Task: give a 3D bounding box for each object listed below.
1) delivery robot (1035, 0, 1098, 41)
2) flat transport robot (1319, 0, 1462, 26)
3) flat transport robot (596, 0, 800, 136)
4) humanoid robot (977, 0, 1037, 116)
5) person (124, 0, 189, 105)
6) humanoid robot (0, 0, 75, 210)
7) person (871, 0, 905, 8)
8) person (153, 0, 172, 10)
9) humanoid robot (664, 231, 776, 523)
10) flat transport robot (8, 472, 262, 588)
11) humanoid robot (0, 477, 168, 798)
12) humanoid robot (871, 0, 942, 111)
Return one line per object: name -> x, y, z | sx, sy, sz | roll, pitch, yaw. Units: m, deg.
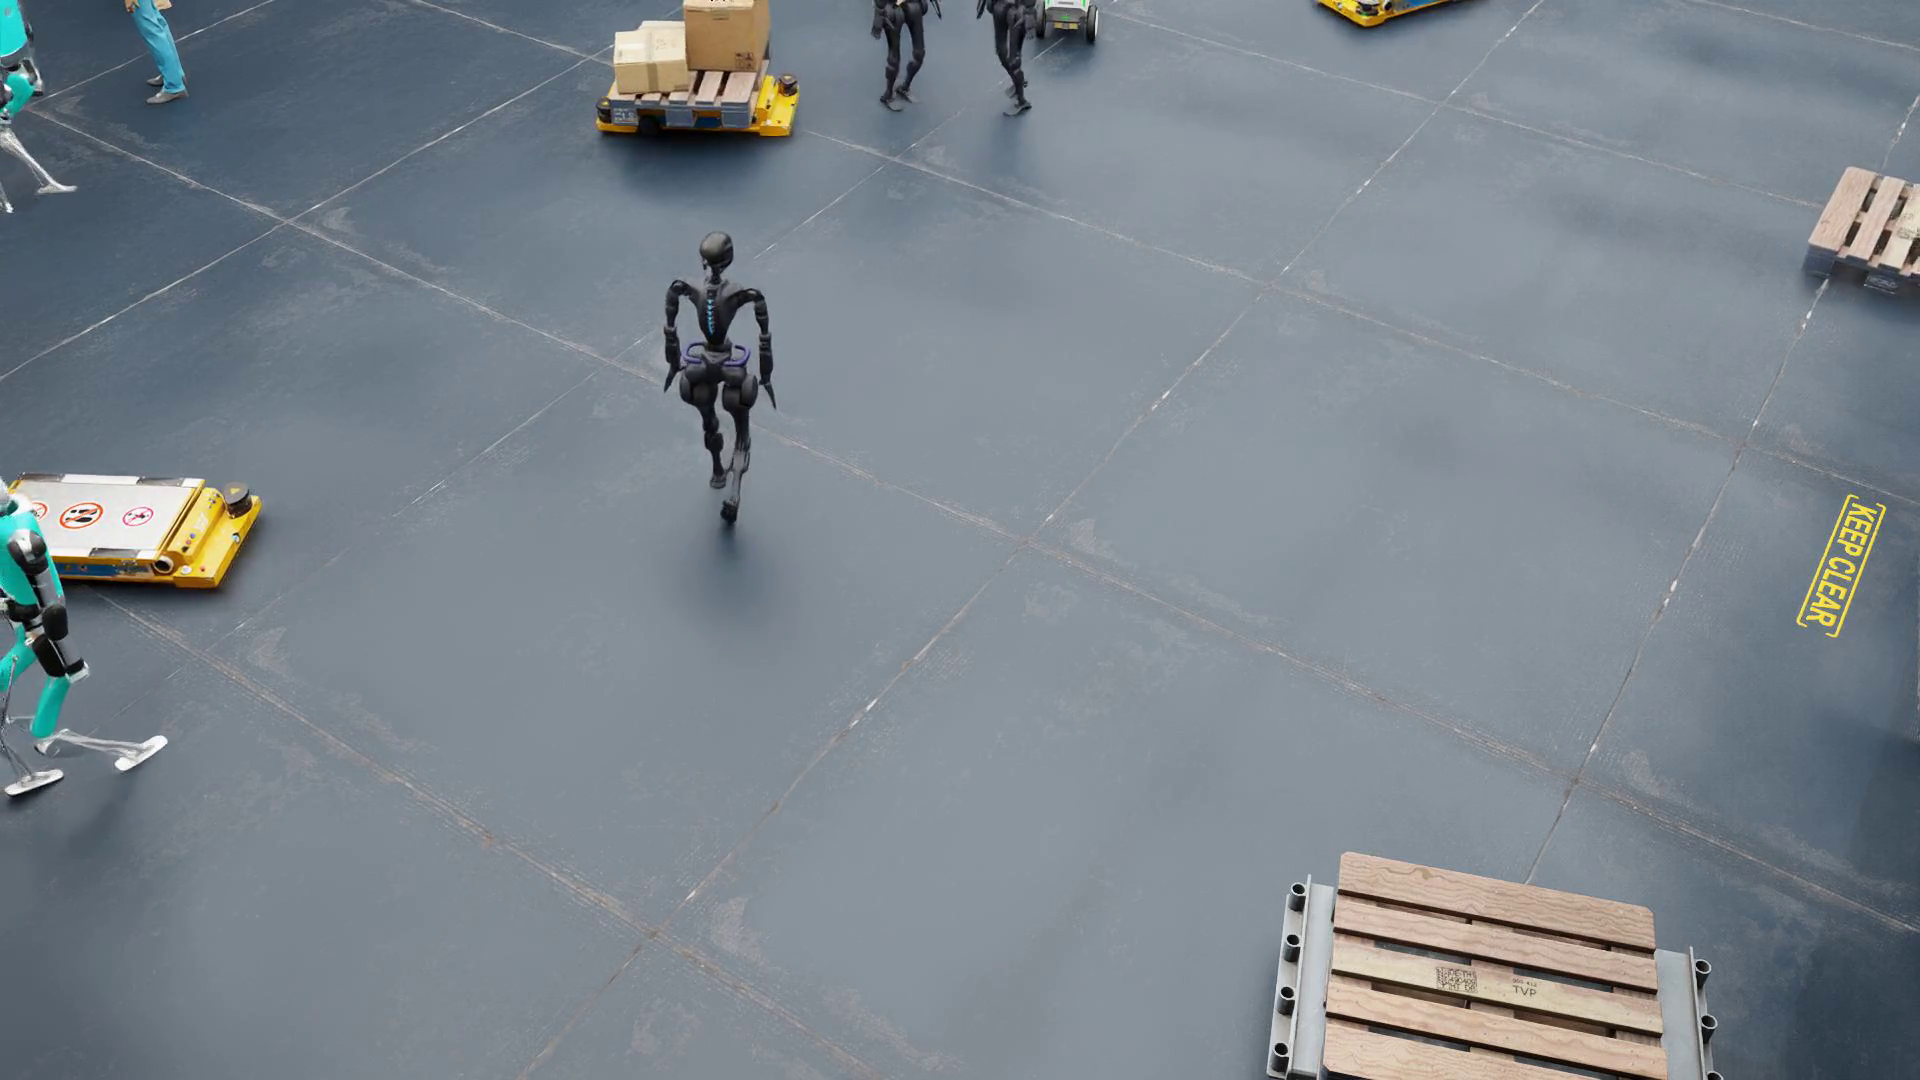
delivery robot -> 0.891, -4.418, 13.507 | 0.499, 0.592, 0.774 | 6, 42, 6
flat transport robot -> 3.756, -4.674, 14.010 | 1.431, 0.231, 0.659 | -21, 46, -22
flat transport robot -> -1.952, -3.270, 12.439 | 1.431, 0.231, 0.659 | 2, 42, 2
humanoid robot -> 0.409, -3.950, 12.162 | 0.413, 1.655, 0.603 | -30, 50, -29
person -> -6.067, -4.126, 12.213 | 0.375, 1.843, 0.571 | -12, 43, -13
humanoid robot -> -6.476, -3.041, 11.102 | 0.822, 1.794, 0.550 | 7, 42, 8
person -> -0.562, -5.178, 13.385 | 0.494, 1.855, 0.563 | 17, 45, 18
person -> -6.791, -5.141, 13.425 | 0.327, 1.744, 0.482 | -19, 45, -20
humanoid robot -> -1.283, -0.839, 8.684 | 0.612, 1.632, 0.639 | 3, 42, 3
flat transport robot -> -4.547, -0.051, 8.837 | 1.431, 0.231, 0.659 | 2, 42, 2
humanoid robot -> -4.108, 0.516, 7.119 | 0.882, 1.792, 0.566 | -33, 51, -31
humanoid robot -> -0.421, -3.939, 12.154 | 0.603, 1.656, 0.372 | -30, 50, -30
